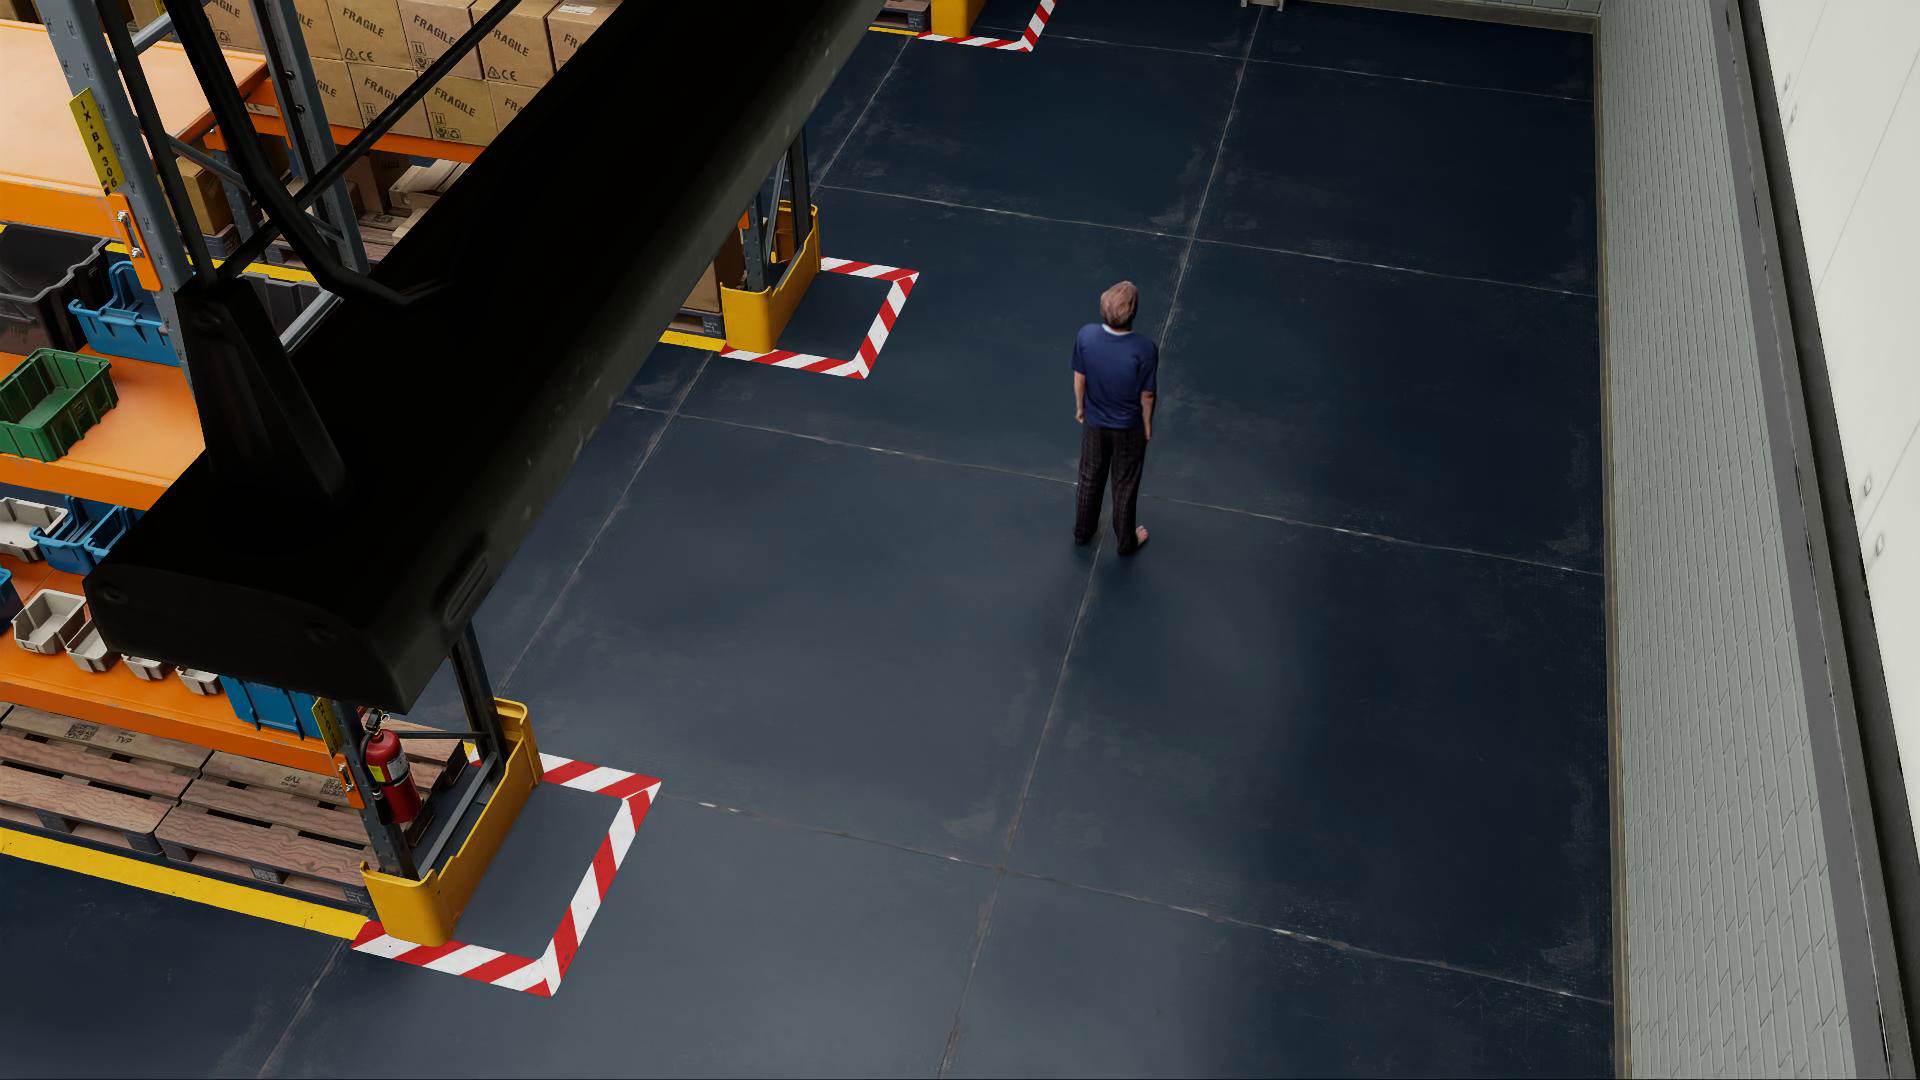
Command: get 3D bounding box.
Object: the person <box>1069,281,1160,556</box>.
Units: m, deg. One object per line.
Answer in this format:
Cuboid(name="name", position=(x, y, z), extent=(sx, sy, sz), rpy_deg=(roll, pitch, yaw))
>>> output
Cuboid(name="person", position=(0.887, -0.687, 9.544), extent=(0.539, 1.872, 0.753), rpy_deg=(17, 46, 18))
